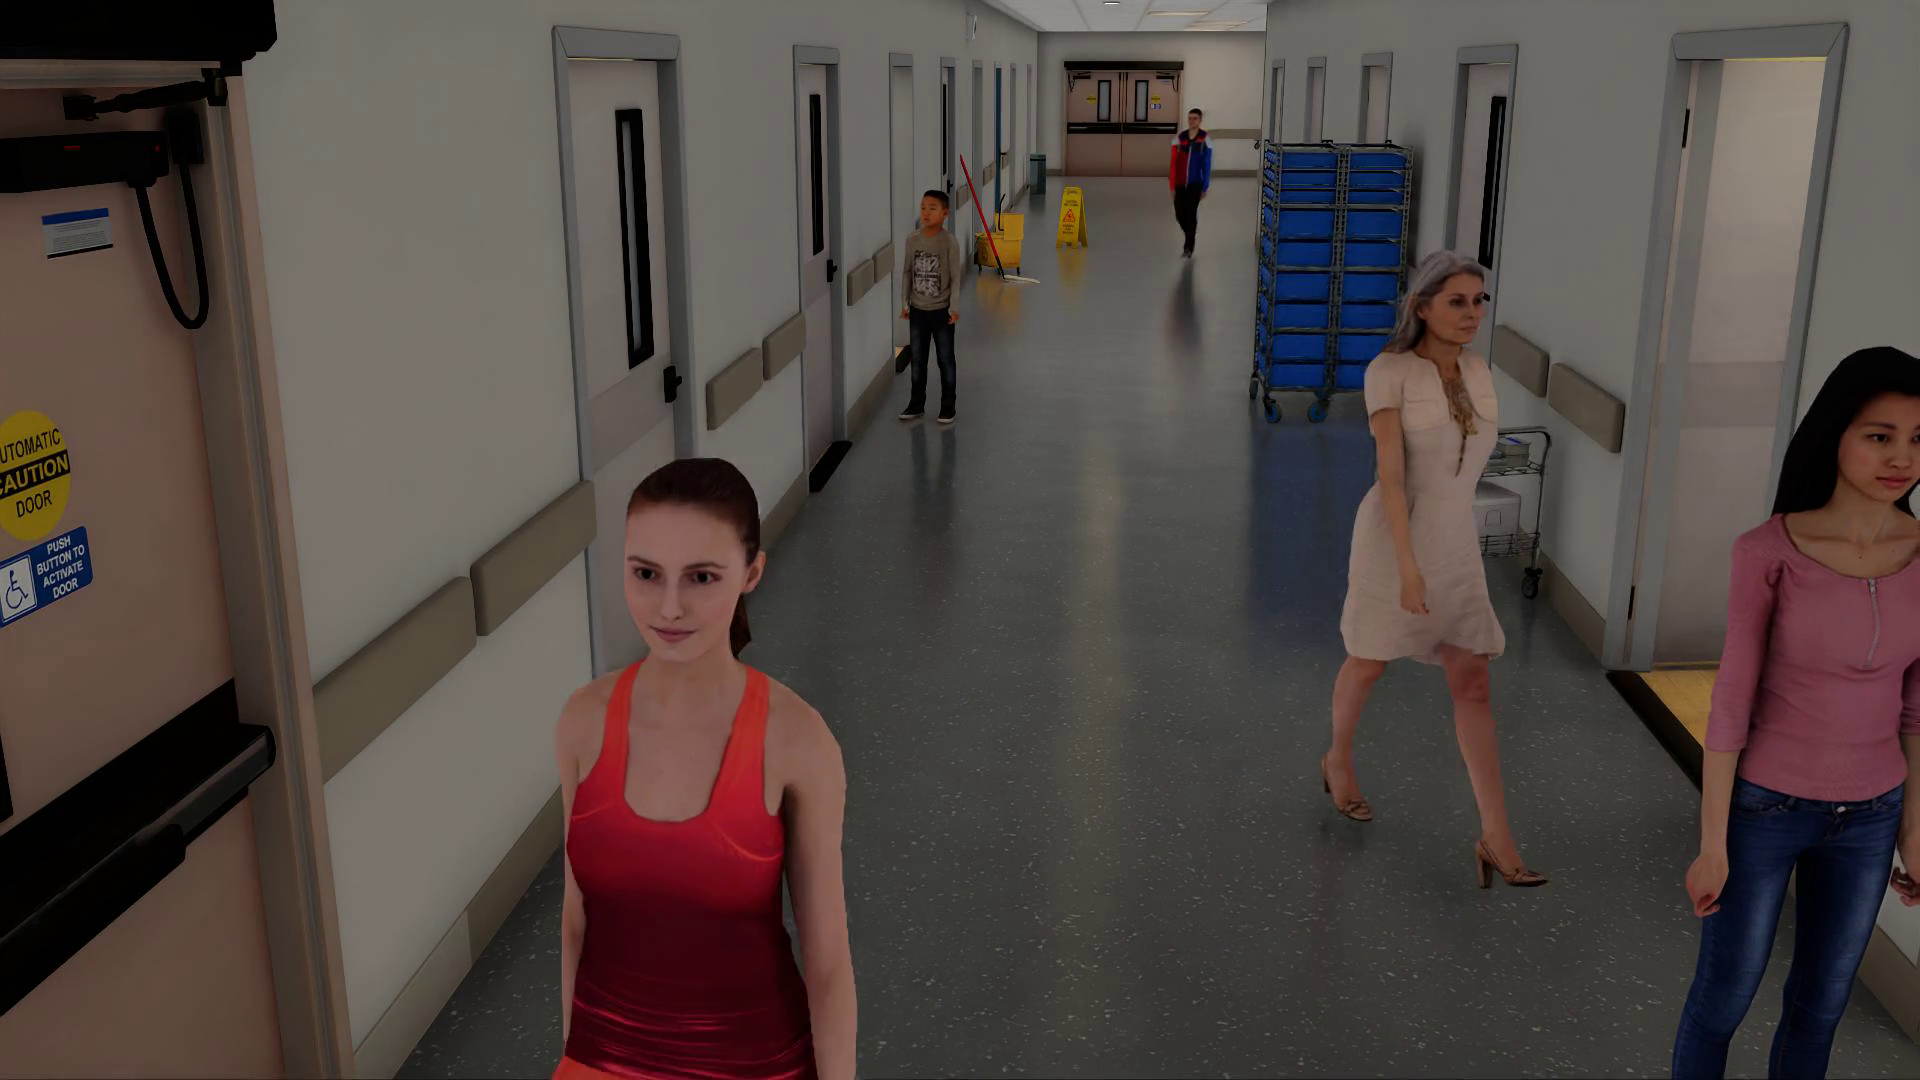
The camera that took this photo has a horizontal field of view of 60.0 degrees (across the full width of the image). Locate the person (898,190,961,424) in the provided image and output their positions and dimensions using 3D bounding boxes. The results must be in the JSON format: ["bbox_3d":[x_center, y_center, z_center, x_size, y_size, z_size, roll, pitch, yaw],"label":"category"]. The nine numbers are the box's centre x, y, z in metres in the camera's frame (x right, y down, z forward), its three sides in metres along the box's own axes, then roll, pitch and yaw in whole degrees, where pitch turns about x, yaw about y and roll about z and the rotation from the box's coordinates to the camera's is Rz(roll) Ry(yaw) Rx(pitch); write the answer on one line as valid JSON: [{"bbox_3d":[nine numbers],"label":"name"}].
[{"bbox_3d":[-0.173,-1.496,10.640,0.603,1.465,0.591,6,17,20],"label":"person"}]

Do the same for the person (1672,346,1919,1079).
[{"bbox_3d":[1.542,0.505,3.032,0.584,1.741,0.518,0,16,1],"label":"person"}]

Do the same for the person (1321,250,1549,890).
[{"bbox_3d":[1.197,0.079,4.647,0.964,1.686,1.227,-7,17,-22],"label":"person"}]

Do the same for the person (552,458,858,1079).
[{"bbox_3d":[-0.332,0.720,2.265,0.607,1.744,0.625,3,16,10],"label":"person"}]

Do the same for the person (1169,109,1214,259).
[{"bbox_3d":[2.769,-4.264,19.972,0.857,1.729,1.186,6,17,21],"label":"person"}]
